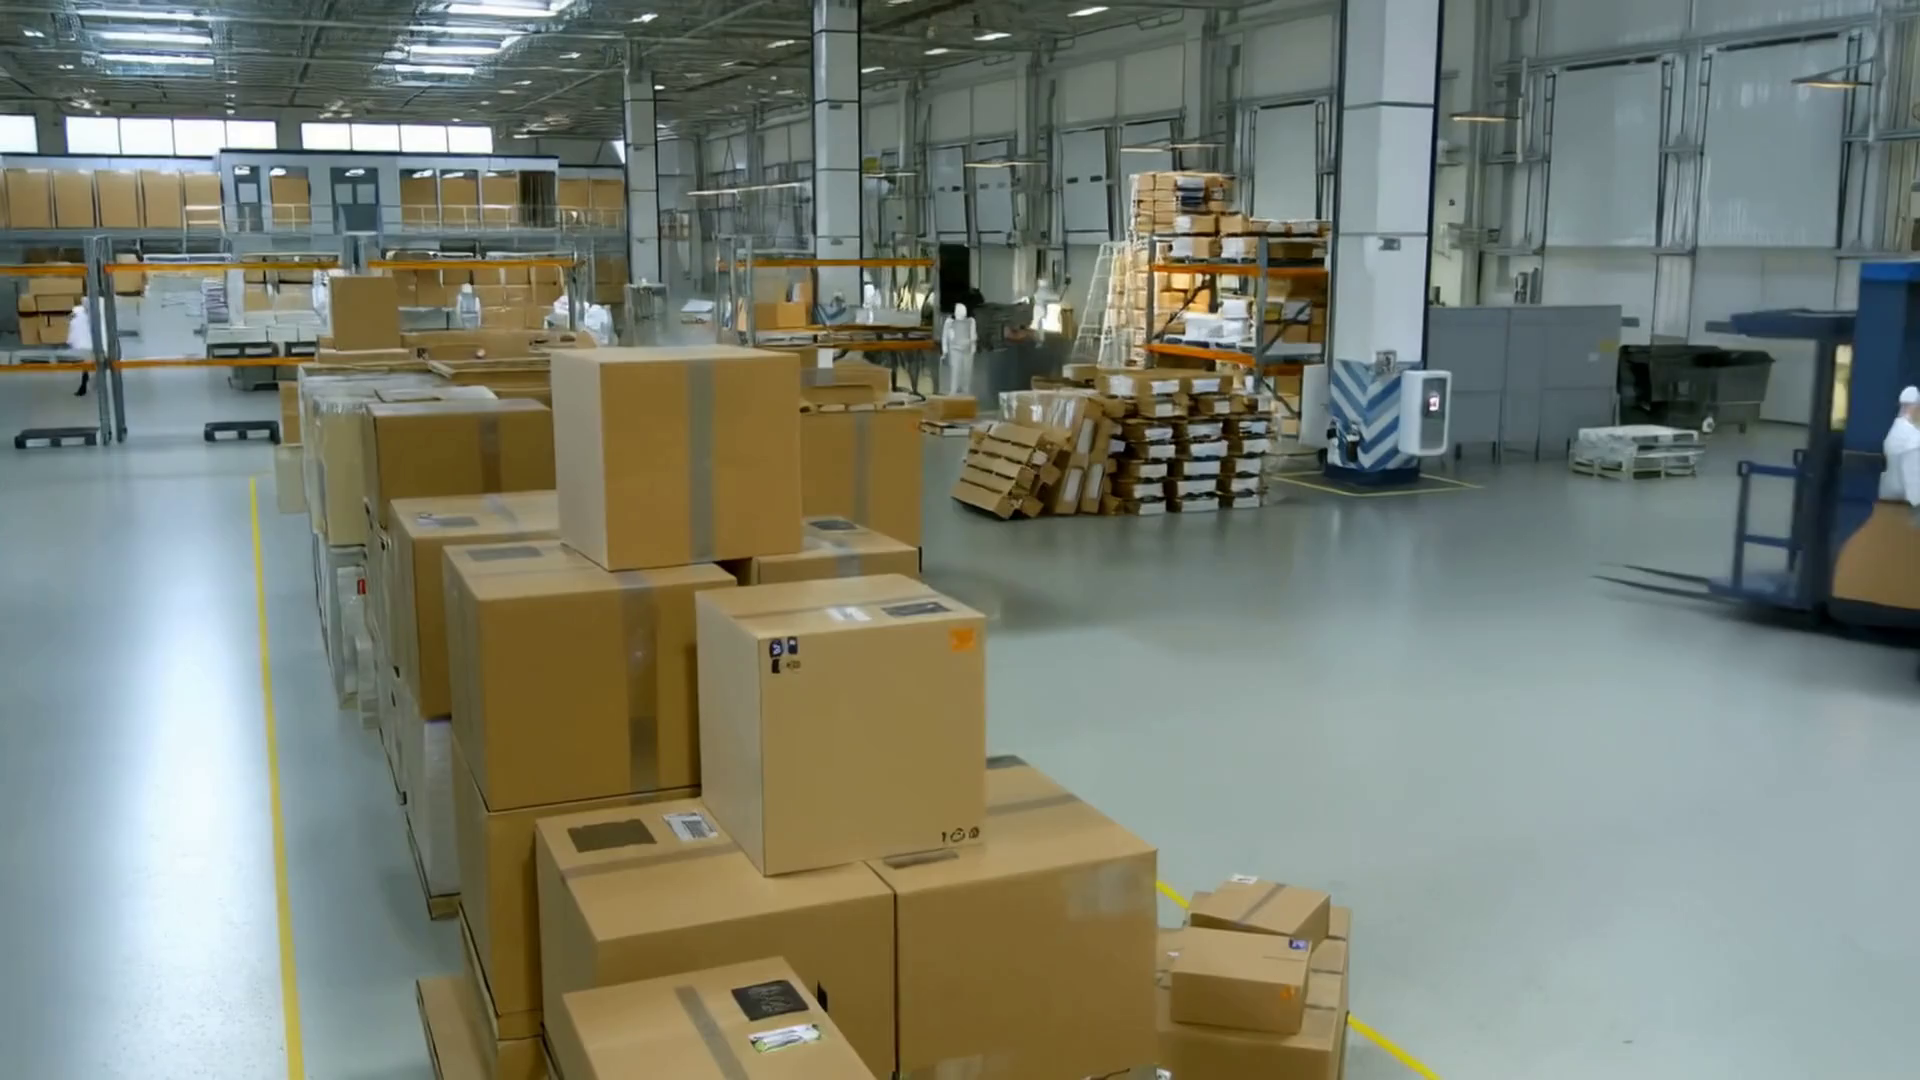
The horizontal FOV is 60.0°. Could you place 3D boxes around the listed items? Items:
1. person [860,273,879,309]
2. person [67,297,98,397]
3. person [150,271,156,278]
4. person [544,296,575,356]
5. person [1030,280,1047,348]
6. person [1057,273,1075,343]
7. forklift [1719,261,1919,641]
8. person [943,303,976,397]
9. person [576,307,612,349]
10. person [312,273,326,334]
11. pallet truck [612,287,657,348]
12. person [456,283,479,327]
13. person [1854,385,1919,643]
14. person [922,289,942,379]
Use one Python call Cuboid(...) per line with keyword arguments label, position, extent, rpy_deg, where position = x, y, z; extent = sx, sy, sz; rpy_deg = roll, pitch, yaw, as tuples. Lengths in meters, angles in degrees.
Cuboid(label="person", position=(-2.868, -7.404, 52.127), extent=(0.608, 1.932, 0.454), rpy_deg=(-1, 10, -8))
Cuboid(label="person", position=(-16.817, -3.727, 31.965), extent=(0.561, 1.895, 0.978), rpy_deg=(1, 10, 7))
Cuboid(label="person", position=(-27.782, -8.314, 57.297), extent=(0.475, 1.868, 0.610), rpy_deg=(-5, 11, -25))
Cuboid(label="person", position=(-7.348, -3.523, 30.698), extent=(0.361, 1.939, 0.635), rpy_deg=(9, 14, 41))
Cuboid(label="person", position=(2.128, -6.164, 45.480), extent=(0.562, 1.853, 0.451), rpy_deg=(-4, 11, -23))
Cuboid(label="person", position=(3.067, -6.693, 48.013), extent=(0.385, 1.995, 0.608), rpy_deg=(-6, 12, -29))
Cuboid(label="forklift", position=(7.054, -0.711, 12.605), extent=(1.129, 2.768, 1.873), rpy_deg=(-9, 13, -40))
Cuboid(label="person", position=(0.010, -3.460, 30.718), extent=(0.640, 1.806, 0.734), rpy_deg=(-3, 11, -14))
Cuboid(label="person", position=(-5.125, -2.304, 23.702), extent=(0.539, 2.000, 0.688), rpy_deg=(2, 11, 13))
Cuboid(label="person", position=(-19.469, -7.134, 50.615), extent=(0.547, 1.934, 0.376), rpy_deg=(9, 14, 41))
Cuboid(label="pallet truck", position=(-6.464, -4.406, 35.401), extent=(0.823, 1.965, 1.885), rpy_deg=(6, 12, 32))
Cuboid(label="person", position=(-12.705, -5.701, 42.955), extent=(0.584, 1.856, 0.893), rpy_deg=(-7, 12, -34))
Cuboid(label="person", position=(6.959, -0.192, 12.379), extent=(0.369, 1.928, 0.639), rpy_deg=(0, 10, 2))
Cuboid(label="person", position=(-0.586, -4.403, 35.601), extent=(0.392, 1.919, 0.589), rpy_deg=(6, 12, 30))
